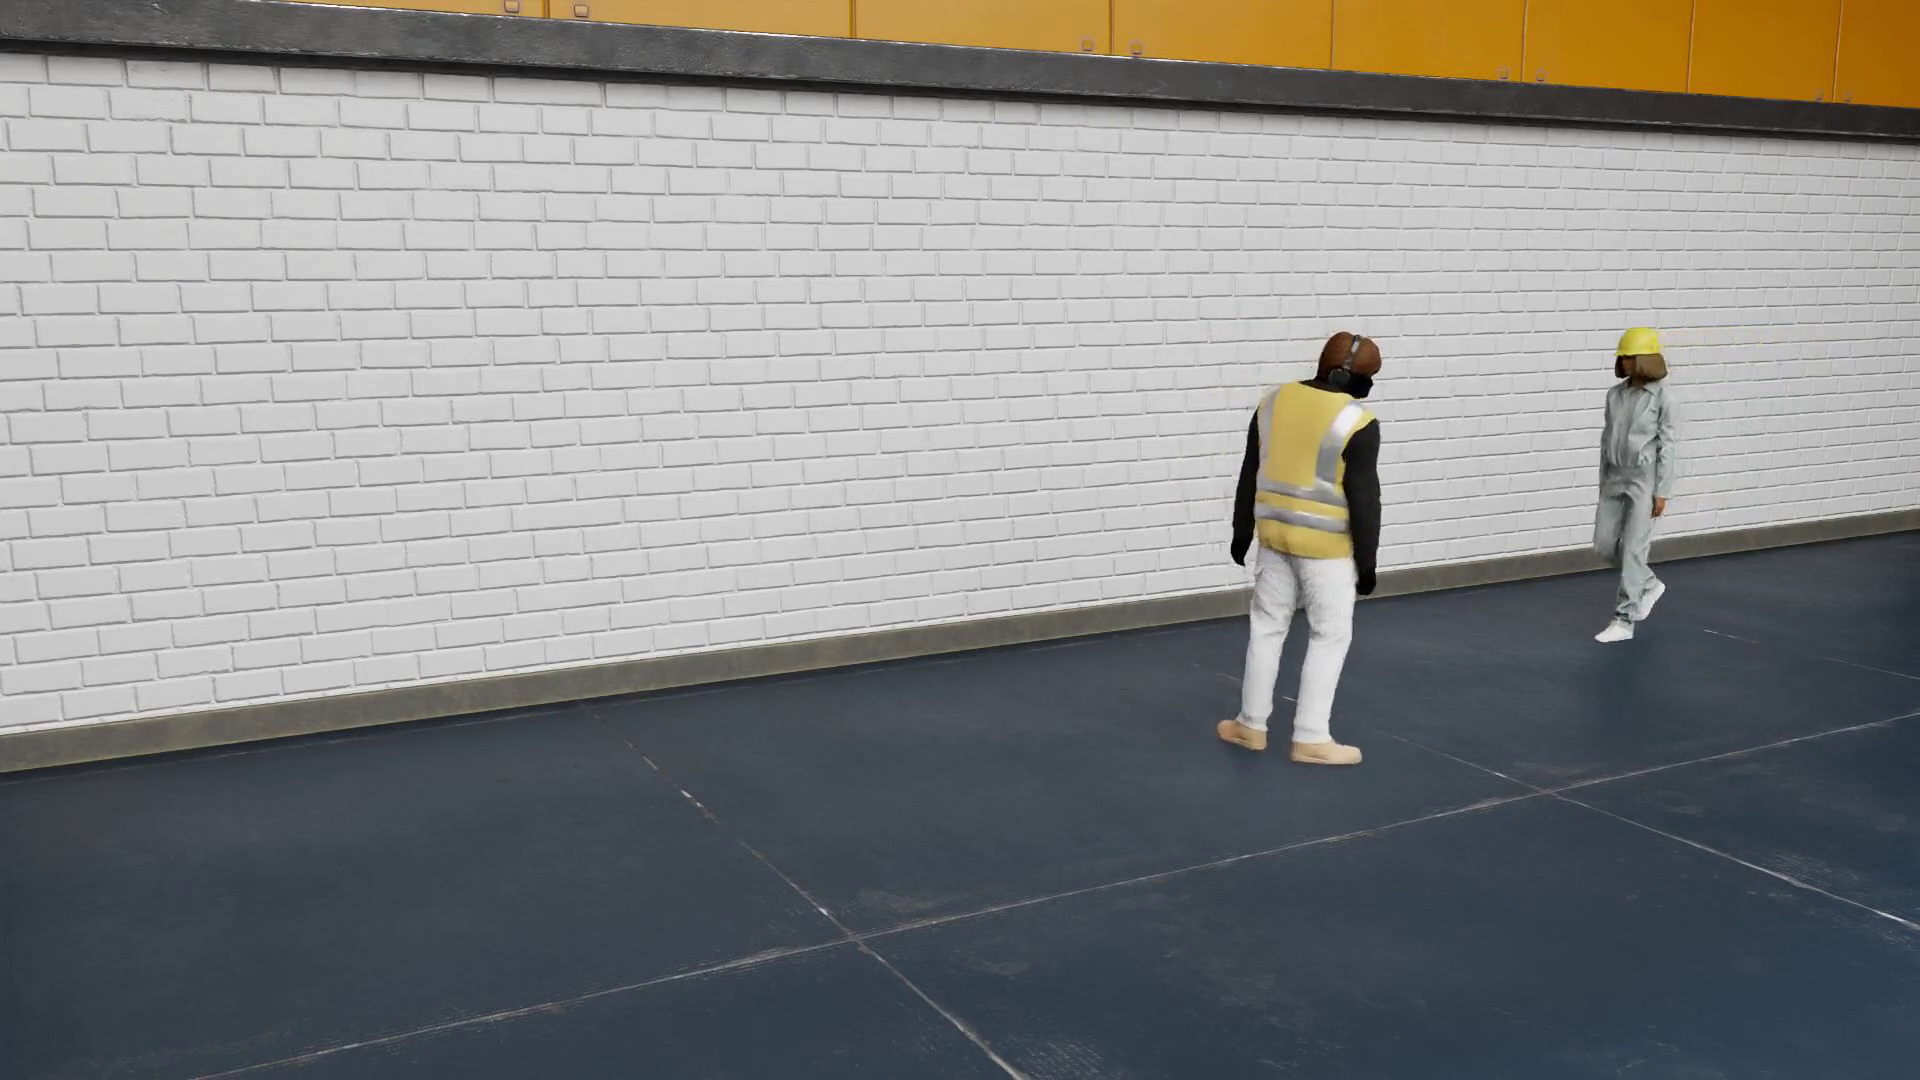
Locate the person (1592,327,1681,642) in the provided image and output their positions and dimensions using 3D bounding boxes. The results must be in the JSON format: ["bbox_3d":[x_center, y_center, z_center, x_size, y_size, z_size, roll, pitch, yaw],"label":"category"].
[{"bbox_3d":[3.727,-0.305,9.111,0.514,1.727,0.486,-5,11,-26],"label":"person"}]

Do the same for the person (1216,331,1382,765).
[{"bbox_3d":[1.427,0.028,7.000,0.433,1.810,0.762,-9,13,-41],"label":"person"}]
